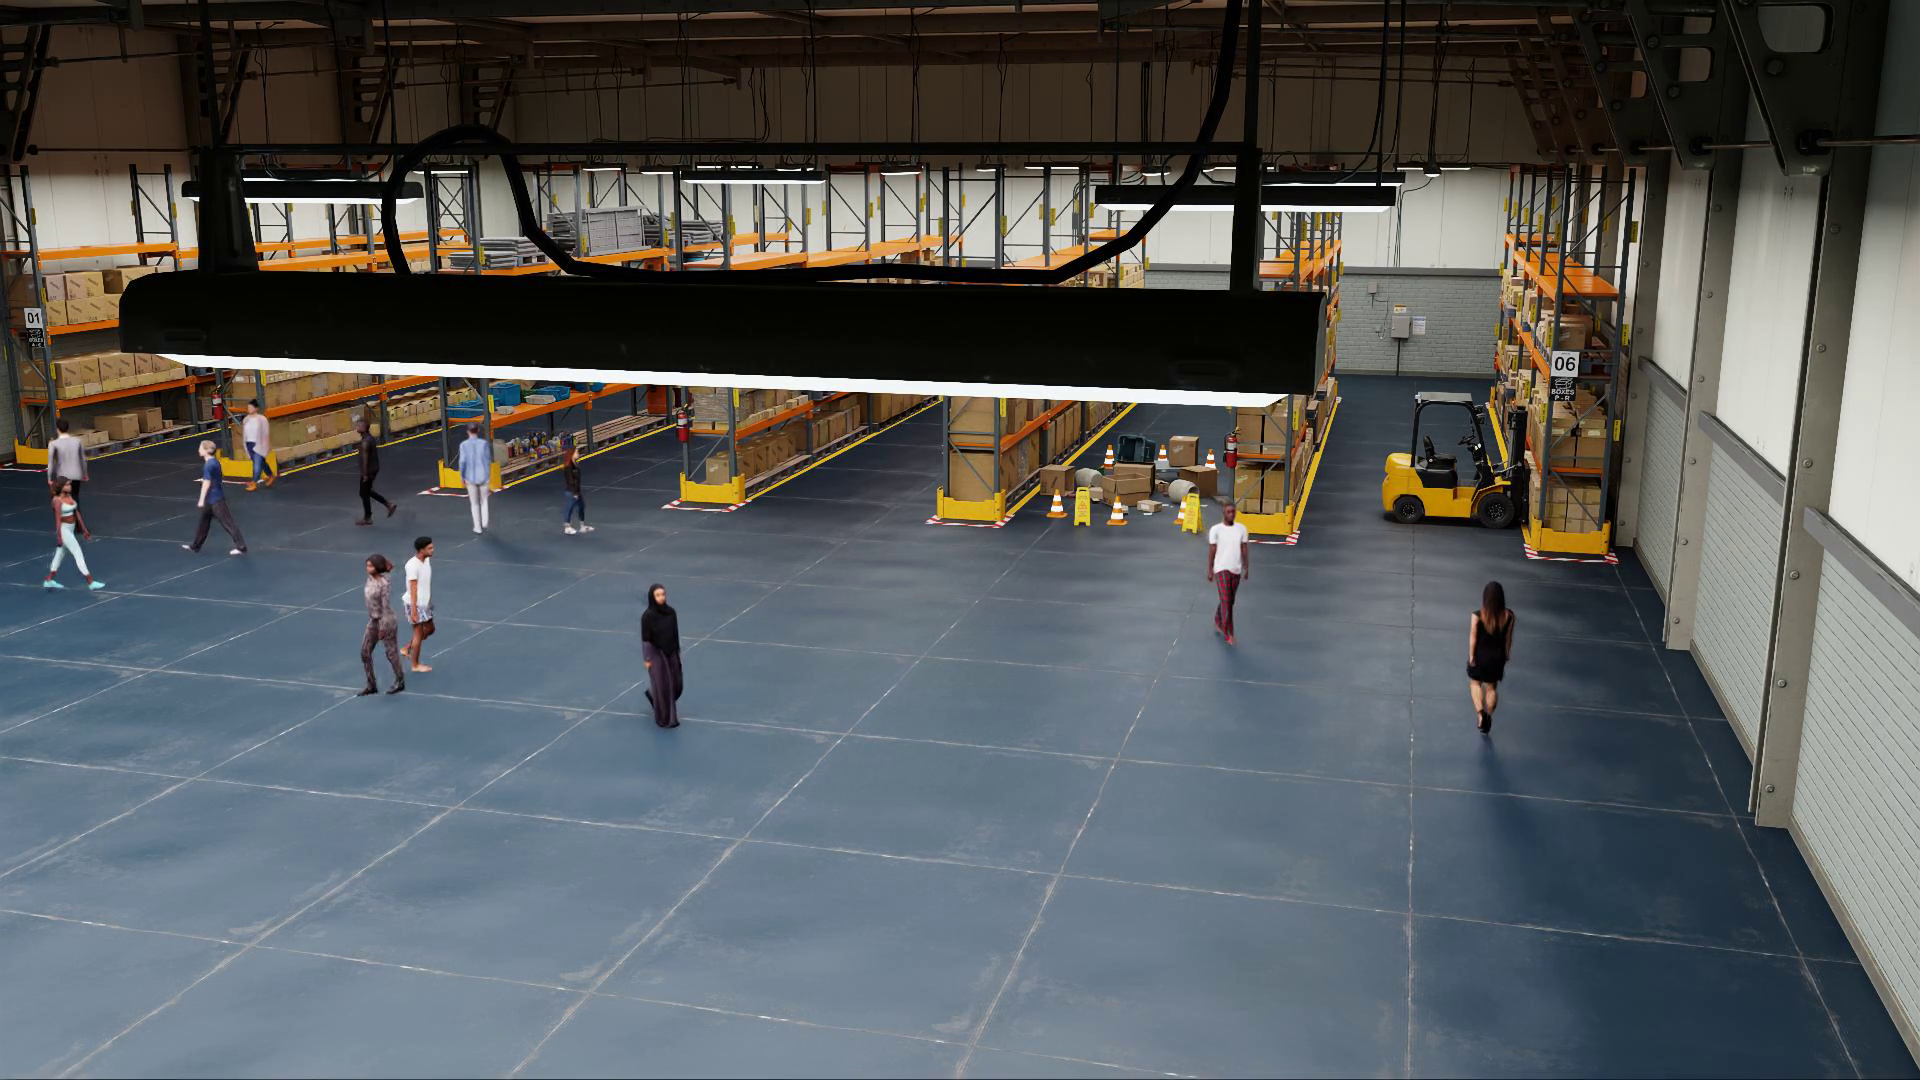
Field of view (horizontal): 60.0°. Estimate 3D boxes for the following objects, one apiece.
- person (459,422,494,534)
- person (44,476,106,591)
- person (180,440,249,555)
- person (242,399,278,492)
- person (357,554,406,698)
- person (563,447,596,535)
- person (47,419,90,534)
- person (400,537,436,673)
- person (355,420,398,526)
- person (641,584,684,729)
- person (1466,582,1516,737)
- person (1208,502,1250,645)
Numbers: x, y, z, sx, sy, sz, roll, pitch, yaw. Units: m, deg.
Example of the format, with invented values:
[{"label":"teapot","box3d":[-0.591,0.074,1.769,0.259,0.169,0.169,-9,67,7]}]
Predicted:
[{"label":"person","box3d":[-8.039,-1.026,27.714,0.825,1.875,0.871,-6,14,-23]},{"label":"person","box3d":[-12.972,-0.067,24.004,0.873,1.680,1.131,0,13,-2]},{"label":"person","box3d":[-11.591,-0.617,26.091,1.162,1.810,1.262,-4,14,-15]},{"label":"person","box3d":[-13.209,-1.790,31.408,0.713,1.697,1.119,4,14,18]},{"label":"person","box3d":[-6.672,0.983,19.439,0.777,1.694,0.914,9,16,35]},{"label":"person","box3d":[-6.526,-0.819,27.729,0.672,1.465,0.662,2,13,10]},{"label":"person","box3d":[-14.826,-1.053,27.764,0.984,1.906,0.970,8,15,32]},{"label":"person","box3d":[-6.672,0.790,20.280,0.831,1.691,0.773,2,13,8]},{"label":"person","box3d":[-10.033,-1.156,28.394,1.009,1.823,1.011,-3,13,-12]},{"label":"person","box3d":[-3.334,1.254,18.469,0.942,1.604,0.948,-11,17,-38]},{"label":"person","box3d":[5.749,1.316,17.976,0.740,1.706,0.773,0,13,-2]},{"label":"person","box3d":[3.471,0.404,21.719,0.993,1.794,1.235,-2,13,-10]}]
